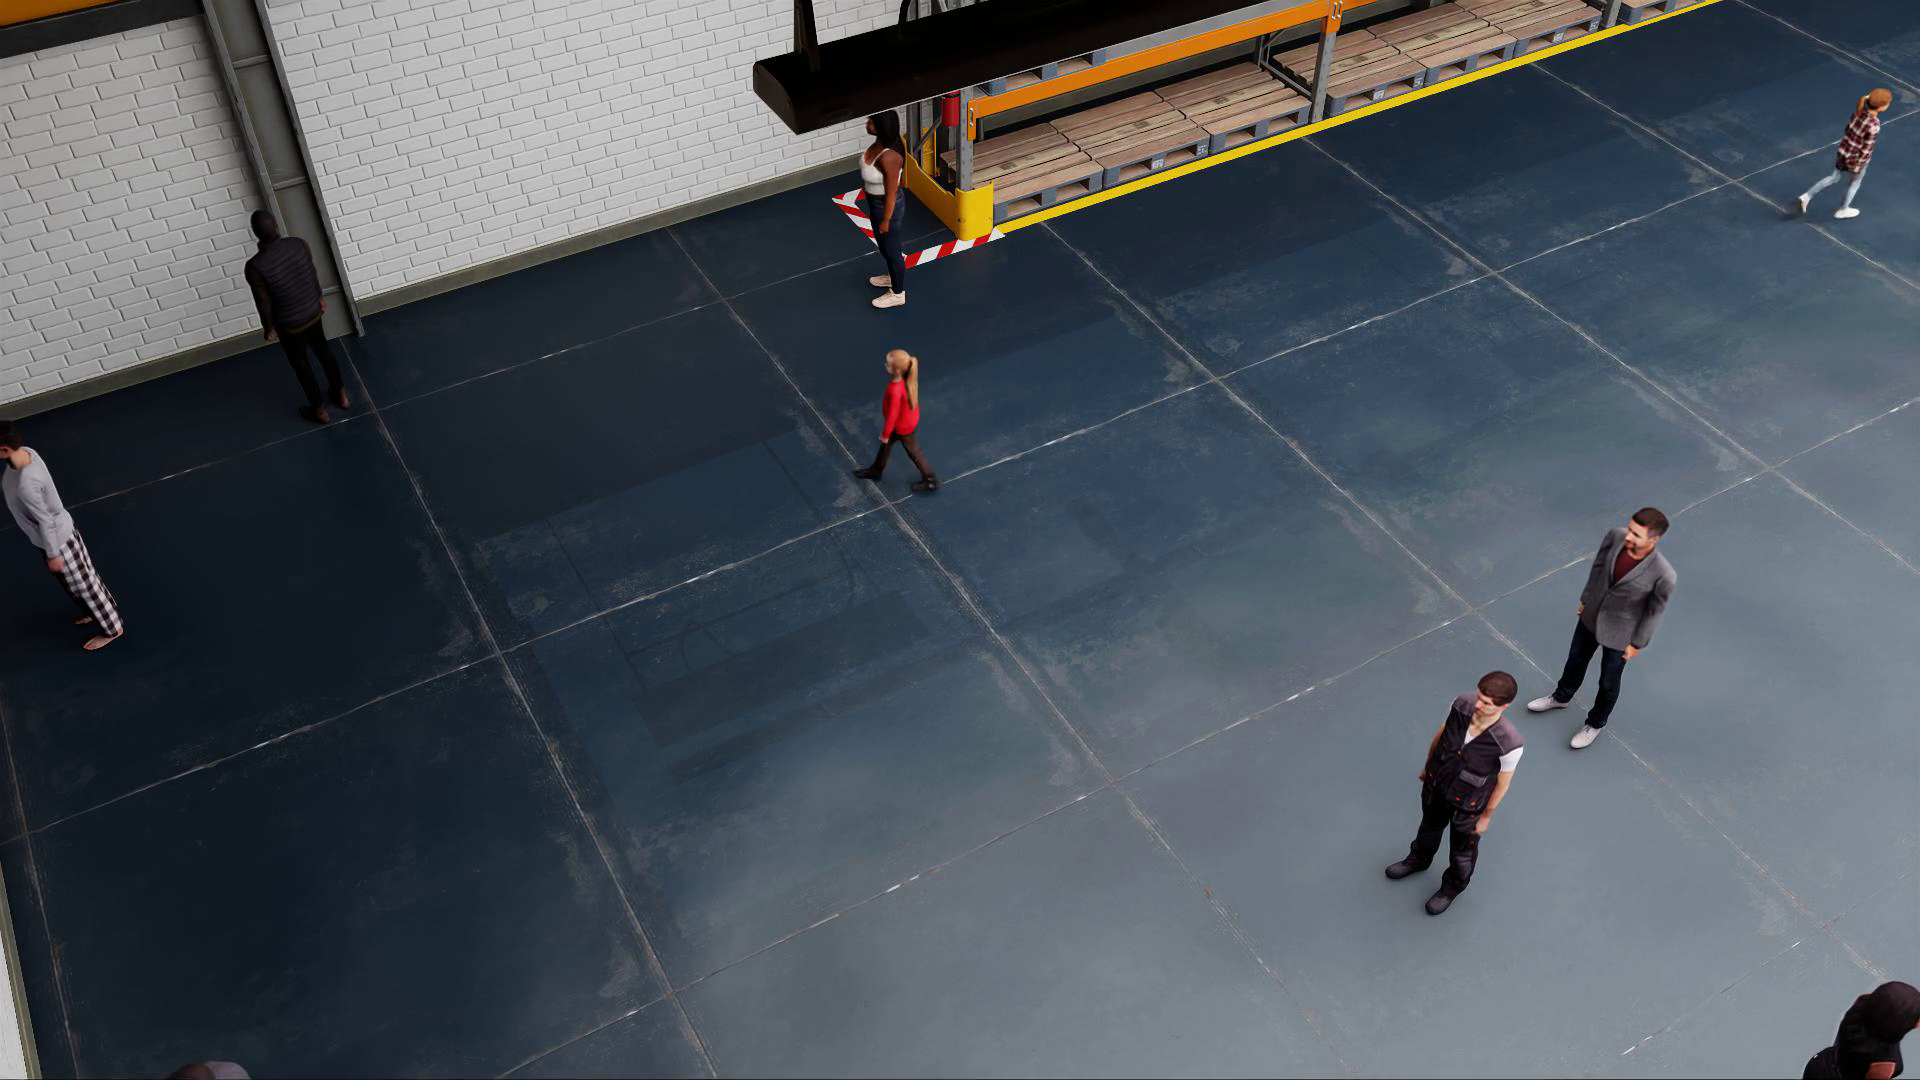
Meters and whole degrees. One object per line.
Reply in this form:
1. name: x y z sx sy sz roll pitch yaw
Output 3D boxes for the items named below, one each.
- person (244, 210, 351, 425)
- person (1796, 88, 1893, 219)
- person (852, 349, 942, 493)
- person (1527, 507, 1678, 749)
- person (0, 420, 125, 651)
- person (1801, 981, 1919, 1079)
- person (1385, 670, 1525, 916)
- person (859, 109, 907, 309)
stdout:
1. person: -4.998 -1.688 12.515 0.832 1.836 0.671 27 50 25
2. person: 7.849 -3.404 14.715 0.902 1.286 0.690 -6 44 -7
3. person: -0.366 -0.829 12.037 0.955 1.252 0.823 4 44 5
4. person: 3.988 0.504 10.187 0.574 1.874 0.665 -22 48 -21
5. person: -5.876 -0.050 10.788 0.523 1.847 0.619 -21 47 -20
6. person: 4.236 2.652 8.030 0.711 1.740 0.668 7 44 8
7. person: 2.805 1.379 9.286 0.588 1.849 0.664 -26 49 -25
8. person: -0.589 -2.750 13.650 0.749 1.809 0.737 -3 44 -3
